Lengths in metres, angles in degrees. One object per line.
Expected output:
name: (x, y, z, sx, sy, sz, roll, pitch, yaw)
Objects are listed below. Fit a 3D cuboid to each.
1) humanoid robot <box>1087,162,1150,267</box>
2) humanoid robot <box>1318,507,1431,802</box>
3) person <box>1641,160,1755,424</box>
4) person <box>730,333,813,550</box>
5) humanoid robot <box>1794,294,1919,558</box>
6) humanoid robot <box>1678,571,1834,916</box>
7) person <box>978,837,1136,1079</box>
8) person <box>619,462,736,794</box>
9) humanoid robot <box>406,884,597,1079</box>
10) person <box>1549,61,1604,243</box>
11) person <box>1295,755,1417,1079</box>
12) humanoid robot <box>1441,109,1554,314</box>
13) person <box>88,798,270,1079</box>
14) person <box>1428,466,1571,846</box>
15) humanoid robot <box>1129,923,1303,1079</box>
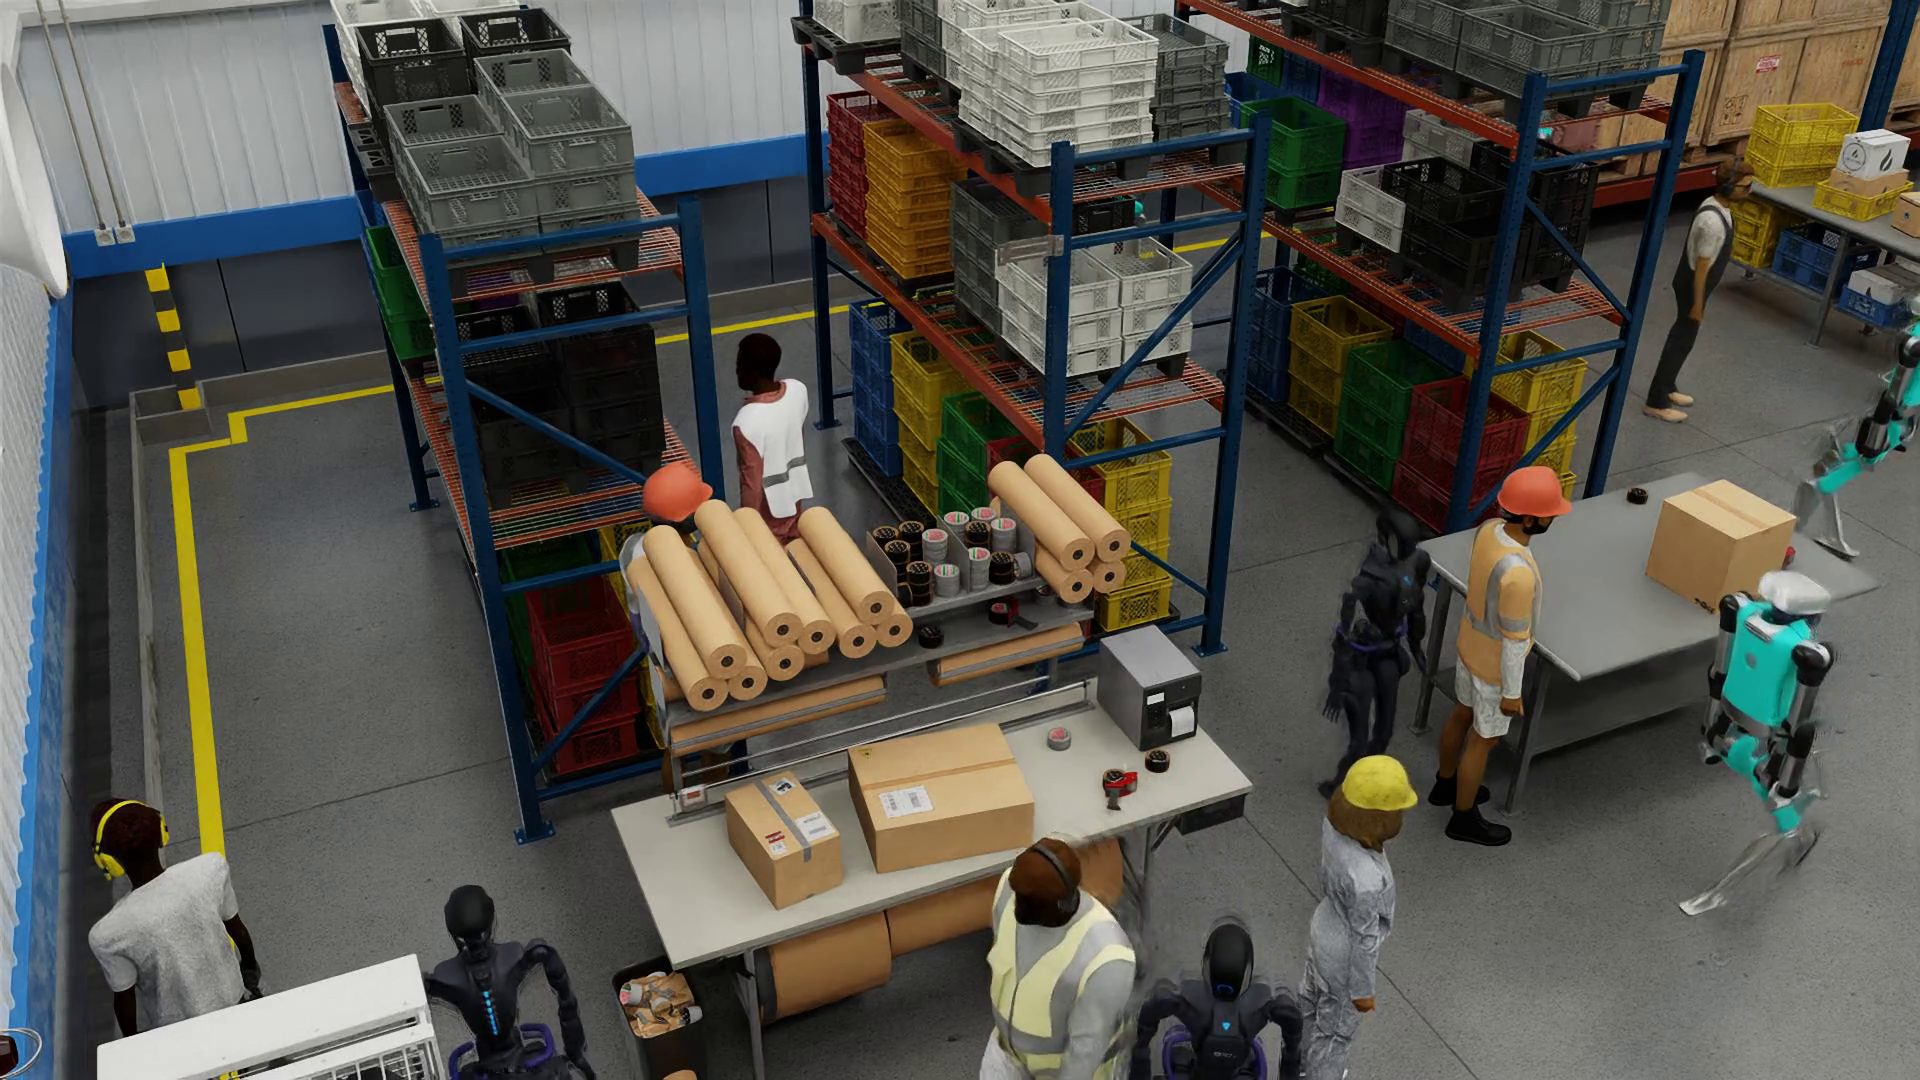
humanoid robot: (1.255, -2.969, 13.263, 0.735, 1.677, 0.533, -5, 32, -8)
humanoid robot: (1.932, 0.563, 7.713, 0.611, 1.657, 0.311, -20, 37, -29)
person: (4.969, -1.672, 11.198, 0.332, 1.836, 0.502, 15, 35, 22)
person: (-0.978, -0.197, 8.715, 0.392, 1.922, 0.589, 13, 34, 20)
humanoid robot: (5.214, -0.623, 9.689, 0.543, 1.904, 0.716, -22, 38, -32)
humanoid robot: (3.628, 0.863, 7.191, 0.931, 1.794, 0.550, -12, 33, -18)
person: (0.207, 1.775, 5.619, 0.898, 1.798, 0.628, -26, 40, -36)
person: (-1.172, 0.570, 7.351, 0.606, 2.048, 0.365, 21, 37, 30)
humanoid robot: (-1.564, 1.808, 5.711, 0.600, 1.631, 0.710, -13, 34, -20)
person: (5.074, -3.200, 13.749, 0.524, 1.761, 0.336, -15, 35, -23)
person: (1.431, 1.501, 6.126, 0.298, 1.743, 0.485, -2, 32, -3)
humanoid robot: (3.959, -2.471, 12.622, 1.013, 1.758, 0.532, 2, 32, 4)
person: (-2.665, 1.640, 5.796, 0.339, 1.857, 0.518, 21, 38, 31)
person: (2.434, 0.522, 7.532, 0.351, 1.938, 0.543, -1, 32, -2)
humanoid robot: (0.845, 1.924, 5.525, 0.608, 1.636, 0.682, 2, 32, 3)
